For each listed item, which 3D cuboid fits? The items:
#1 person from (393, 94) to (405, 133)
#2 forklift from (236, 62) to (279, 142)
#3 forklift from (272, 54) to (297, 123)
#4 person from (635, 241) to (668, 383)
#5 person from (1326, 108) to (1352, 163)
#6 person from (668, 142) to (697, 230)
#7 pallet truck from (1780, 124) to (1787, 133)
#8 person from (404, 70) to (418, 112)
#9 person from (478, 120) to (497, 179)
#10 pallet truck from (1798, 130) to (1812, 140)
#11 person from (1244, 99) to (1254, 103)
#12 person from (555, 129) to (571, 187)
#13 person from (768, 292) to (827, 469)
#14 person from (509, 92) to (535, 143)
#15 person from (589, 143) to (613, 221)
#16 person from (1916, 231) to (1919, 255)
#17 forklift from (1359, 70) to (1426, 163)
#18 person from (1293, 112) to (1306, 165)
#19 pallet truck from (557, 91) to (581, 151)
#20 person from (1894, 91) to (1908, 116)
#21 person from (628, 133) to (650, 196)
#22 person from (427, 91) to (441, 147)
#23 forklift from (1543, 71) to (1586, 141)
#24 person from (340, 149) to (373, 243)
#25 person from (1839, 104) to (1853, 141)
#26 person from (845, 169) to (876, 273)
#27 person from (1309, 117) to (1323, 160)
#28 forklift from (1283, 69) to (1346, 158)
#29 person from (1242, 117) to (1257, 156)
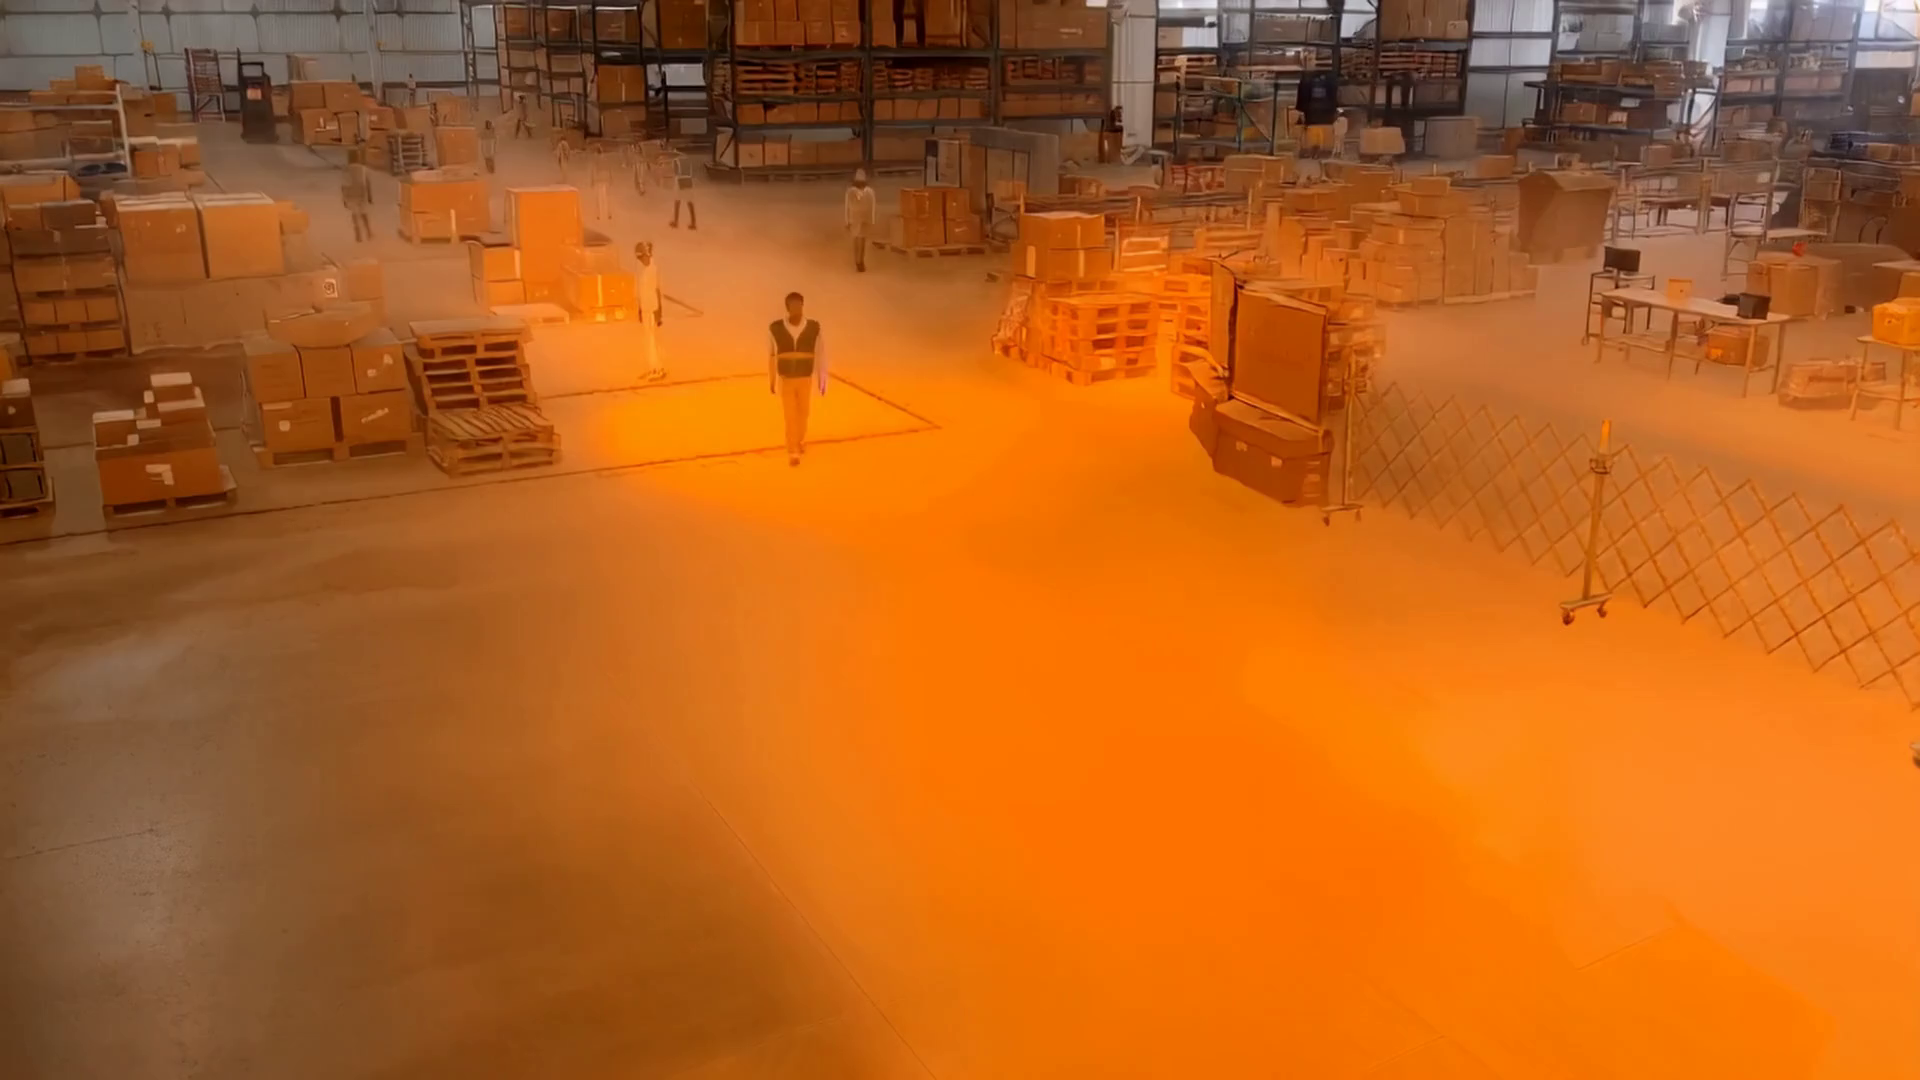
[{"bbox_3d":[-18.521,-13.703,54.983,0.377,1.995,0.608,-12,21,-33],"label":"person"},{"bbox_3d":[-25.796,-16.044,60.854,1.129,2.768,1.873,-9,20,-27],"label":"forklift"},{"bbox_3d":[-28.330,-19.148,70.531,1.873,2.768,1.129,-9,20,-26],"label":"forklift"},{"bbox_3d":[-4.077,-3.000,21.842,0.500,1.861,0.328,16,24,40],"label":"person"},{"bbox_3d":[12.069,-12.802,52.620,0.873,1.716,0.545,-2,18,-6],"label":"person"},{"bbox_3d":[-6.164,-7.863,36.933,0.562,1.892,0.948,-14,22,-37],"label":"person"},{"bbox_3d":[25.206,-12.542,52.601,1.601,1.201,0.680,0,18,-2],"label":"pallet truck"},{"bbox_3d":[-25.742,-21.032,77.922,0.542,1.938,0.357,0,18,-1],"label":"person"},{"bbox_3d":[-13.571,-11.264,47.903,0.541,1.676,0.614,0,18,1],"label":"person"},{"bbox_3d":[25.526,-11.556,49.408,1.630,1.274,0.653,-9,20,-26],"label":"pallet truck"},{"bbox_3d":[11.298,-16.810,65.209,0.845,1.659,0.539,-16,24,-41],"label":"person"},{"bbox_3d":[-10.594,-10.165,44.534,0.406,1.623,0.543,4,18,12],"label":"person"},{"bbox_3d":[-1.746,-1.742,17.920,0.607,1.864,1.064,-3,18,-8],"label":"person"},{"bbox_3d":[-15.967,-15.374,60.532,0.976,1.796,0.627,-9,20,-25],"label":"person"},{"bbox_3d":[-8.285,-8.256,38.378,0.524,1.764,0.323,-7,19,-22],"label":"person"},{"bbox_3d":[19.360,-6.562,32.980,0.594,1.832,0.403,0,18,0],"label":"person"},{"bbox_3d":[13.795,-13.454,52.778,1.873,2.768,1.129,-8,19,-23],"label":"forklift"},{"bbox_3d":[10.625,-12.561,52.004,0.285,1.633,0.501,17,24,42],"label":"person"},{"bbox_3d":[-13.495,-14.412,57.188,0.823,1.965,1.885,-3,18,-9],"label":"pallet truck"},{"bbox_3d":[32.125,-14.324,56.917,0.615,1.994,0.381,-13,22,-35],"label":"person"},{"bbox_3d":[-8.356,-9.764,43.307,0.520,1.613,0.405,-1,18,-4],"label":"person"},{"bbox_3d":[-18.534,-14.832,58.642,0.391,1.912,0.589,-13,22,-36],"label":"person"},{"bbox_3d":[18.685,-13.231,52.085,1.873,2.768,1.129,-9,20,-26],"label":"forklift"},{"bbox_3d":[-12.587,-7.173,34.705,0.633,1.942,0.436,-15,23,-39],"label":"person"},{"bbox_3d":[28.780,-13.317,54.210,0.532,1.730,0.893,-7,19,-21],"label":"person"},{"bbox_3d":[-1.831,-5.930,30.918,0.553,1.887,0.950,-5,18,-15],"label":"person"},{"bbox_3d":[10.564,-11.786,49.616,0.675,1.611,0.509,-12,21,-32],"label":"person"},{"bbox_3d":[11.615,-13.871,54.079,1.129,2.768,1.873,-9,20,-27],"label":"forklift"},{"bbox_3d":[7.914,-10.662,45.682,0.986,1.886,0.563,-9,20,-25],"label":"person"}]
